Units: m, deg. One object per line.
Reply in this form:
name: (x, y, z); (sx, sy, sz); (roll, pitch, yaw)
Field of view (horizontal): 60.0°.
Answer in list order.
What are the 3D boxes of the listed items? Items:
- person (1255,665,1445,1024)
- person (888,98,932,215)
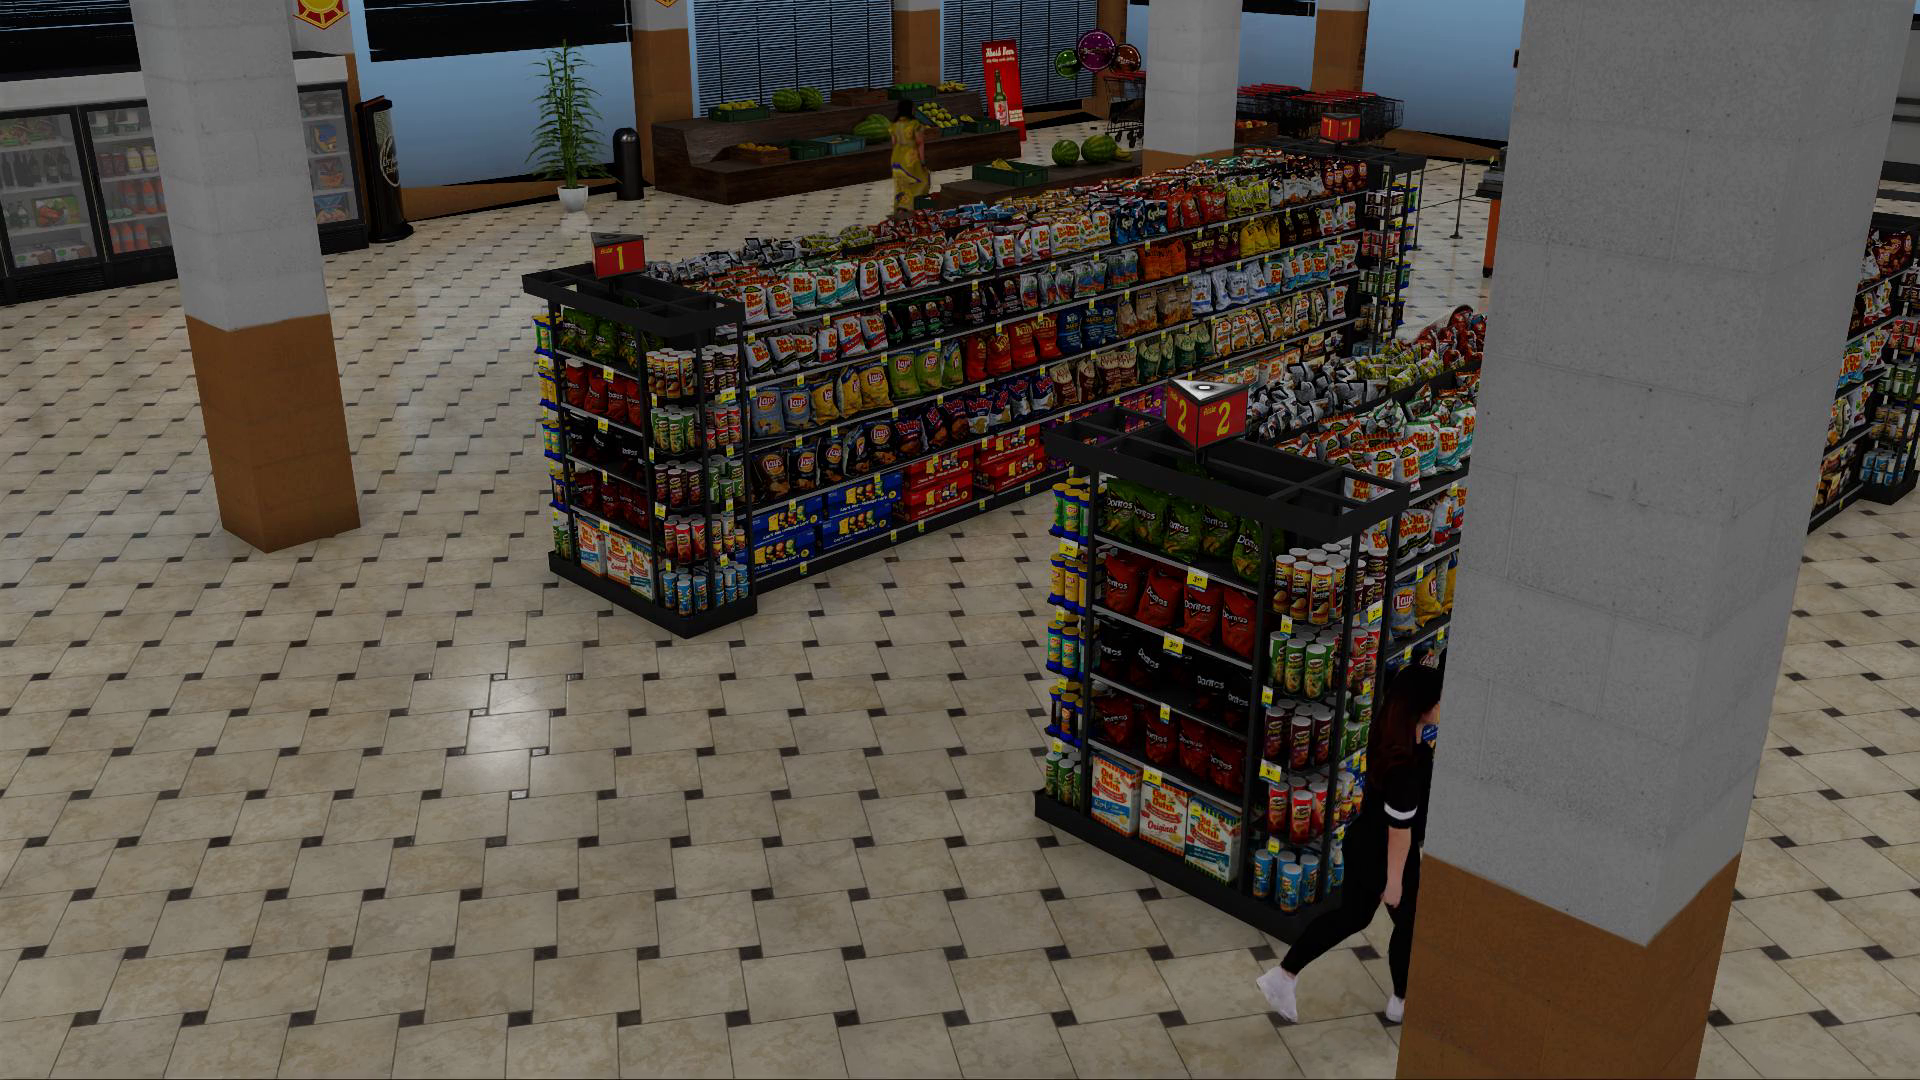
person: (1.563, 1.217, 6.409); (1.115, 1.611, 1.030); (-1, 22, -3)
person: (-0.708, -4.812, 21.370); (0.823, 1.644, 0.966); (14, 26, 30)
